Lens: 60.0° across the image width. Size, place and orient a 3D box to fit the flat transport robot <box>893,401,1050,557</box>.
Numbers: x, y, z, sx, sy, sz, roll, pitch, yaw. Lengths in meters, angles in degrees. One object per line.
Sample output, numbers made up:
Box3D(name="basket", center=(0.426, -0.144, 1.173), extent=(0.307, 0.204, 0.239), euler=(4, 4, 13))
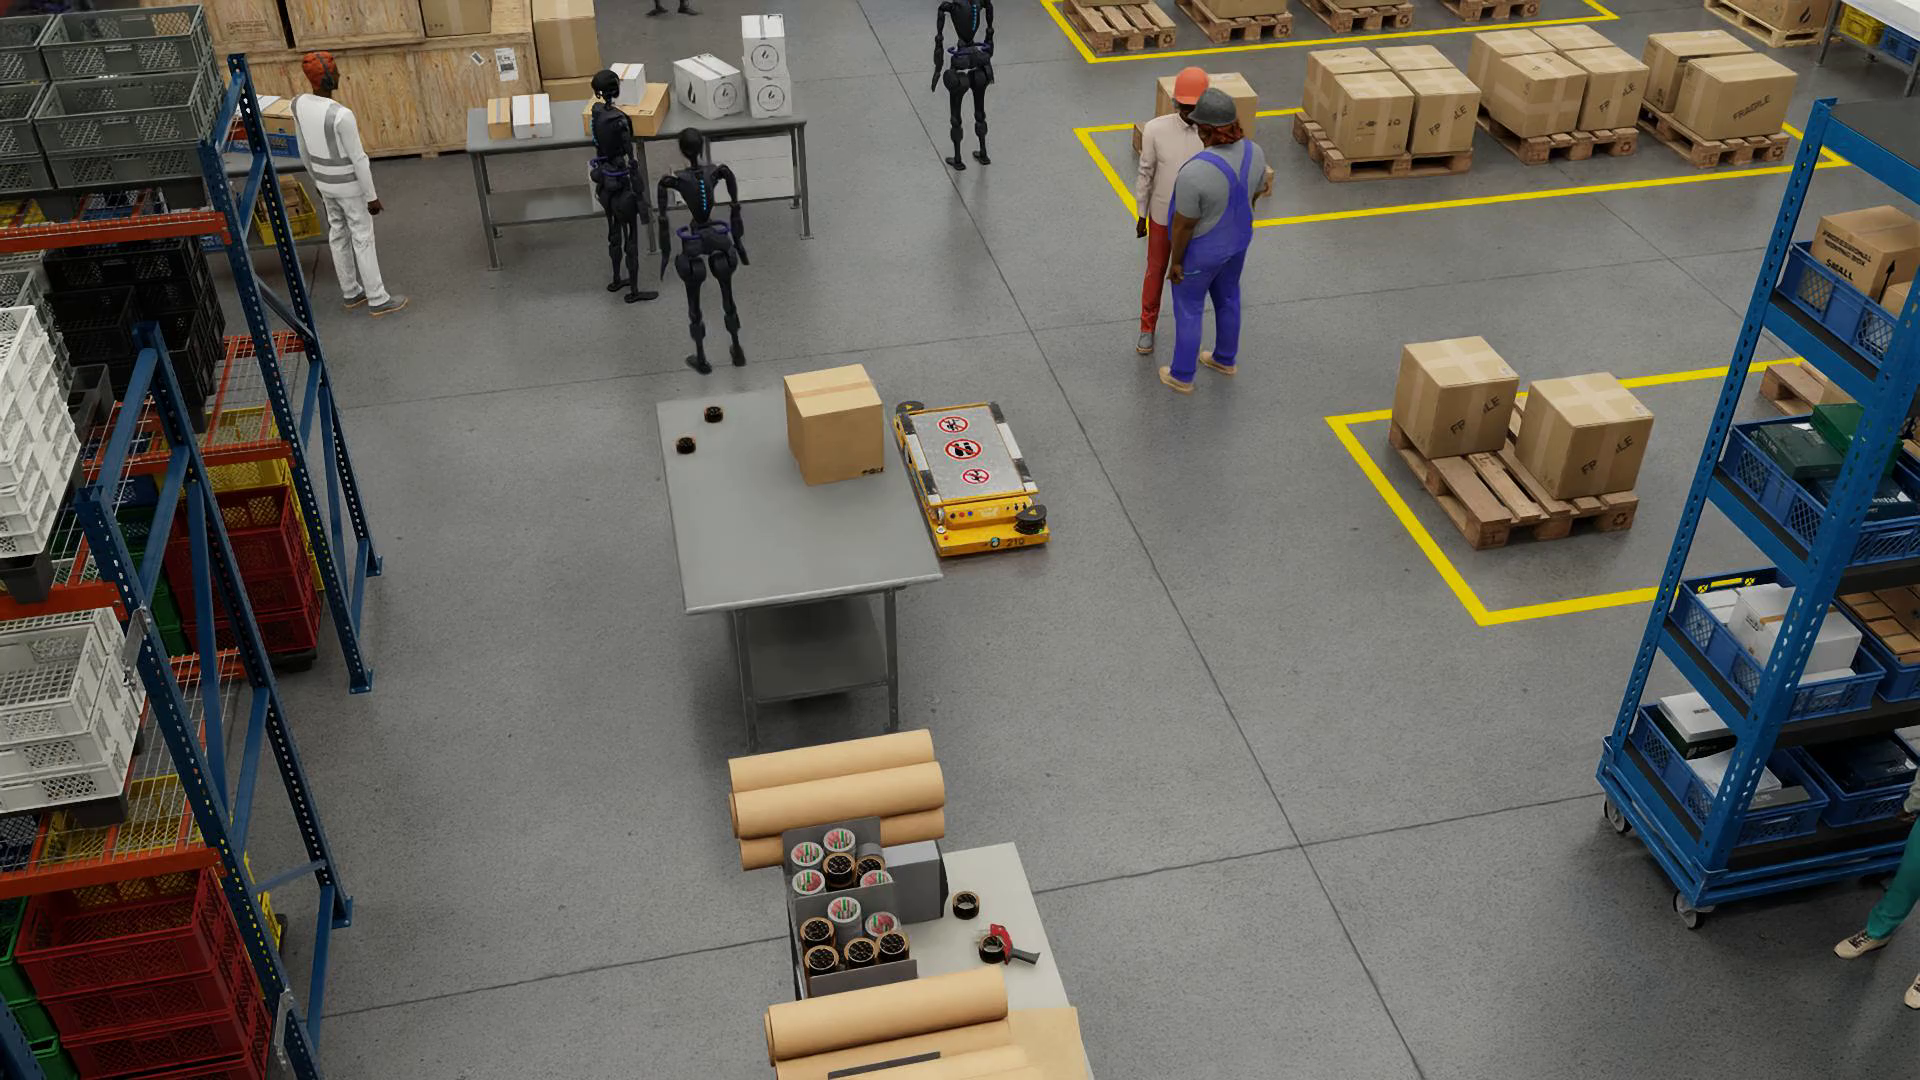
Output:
Box3D(name="flat transport robot", center=(0.046, -0.430, 10.108), extent=(0.652, 0.197, 1.431), euler=(-8, 37, -10))

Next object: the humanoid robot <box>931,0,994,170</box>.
Box3D(name="humanoid robot", center=(0.046, -3.871, 13.576), extent=(0.563, 1.651, 0.355), euler=(-20, 41, -25))

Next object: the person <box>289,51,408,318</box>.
Box3D(name="person", center=(-4.252, -2.439, 11.478), extent=(0.583, 1.882, 0.337), euler=(20, 41, 24))

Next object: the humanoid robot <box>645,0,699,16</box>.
Box3D(name="humanoid robot", center=(-2.957, -5.987, 16.430), extent=(0.640, 1.636, 0.364), euler=(2, 37, 3))

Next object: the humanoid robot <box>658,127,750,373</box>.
Box3D(name="humanoid robot", center=(-1.685, -1.914, 10.936), extent=(0.612, 1.655, 0.320), euler=(-16, 39, -20))

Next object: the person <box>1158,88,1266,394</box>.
Box3D(name="person", center=(1.566, -1.922, 10.654), extent=(0.682, 2.000, 0.536), euler=(-23, 42, -27))

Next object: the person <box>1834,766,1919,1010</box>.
Box3D(name="person", center=(4.066, 1.175, 6.716), extent=(0.299, 1.772, 0.524), euler=(-21, 42, -26))

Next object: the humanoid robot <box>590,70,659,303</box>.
Box3D(name="humanoid robot", center=(-2.395, -2.496, 11.715), extent=(0.313, 1.659, 0.609), euler=(-25, 43, -30))

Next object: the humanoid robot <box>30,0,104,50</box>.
Box3D(name="humanoid robot", center=(-7.858, -4.489, 14.436), extent=(0.585, 1.628, 0.727), euler=(17, 40, 21))

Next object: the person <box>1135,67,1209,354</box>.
Box3D(name="person", center=(1.462, -2.164, 11.017), extent=(0.610, 1.994, 0.377), euler=(1, 37, 1))
